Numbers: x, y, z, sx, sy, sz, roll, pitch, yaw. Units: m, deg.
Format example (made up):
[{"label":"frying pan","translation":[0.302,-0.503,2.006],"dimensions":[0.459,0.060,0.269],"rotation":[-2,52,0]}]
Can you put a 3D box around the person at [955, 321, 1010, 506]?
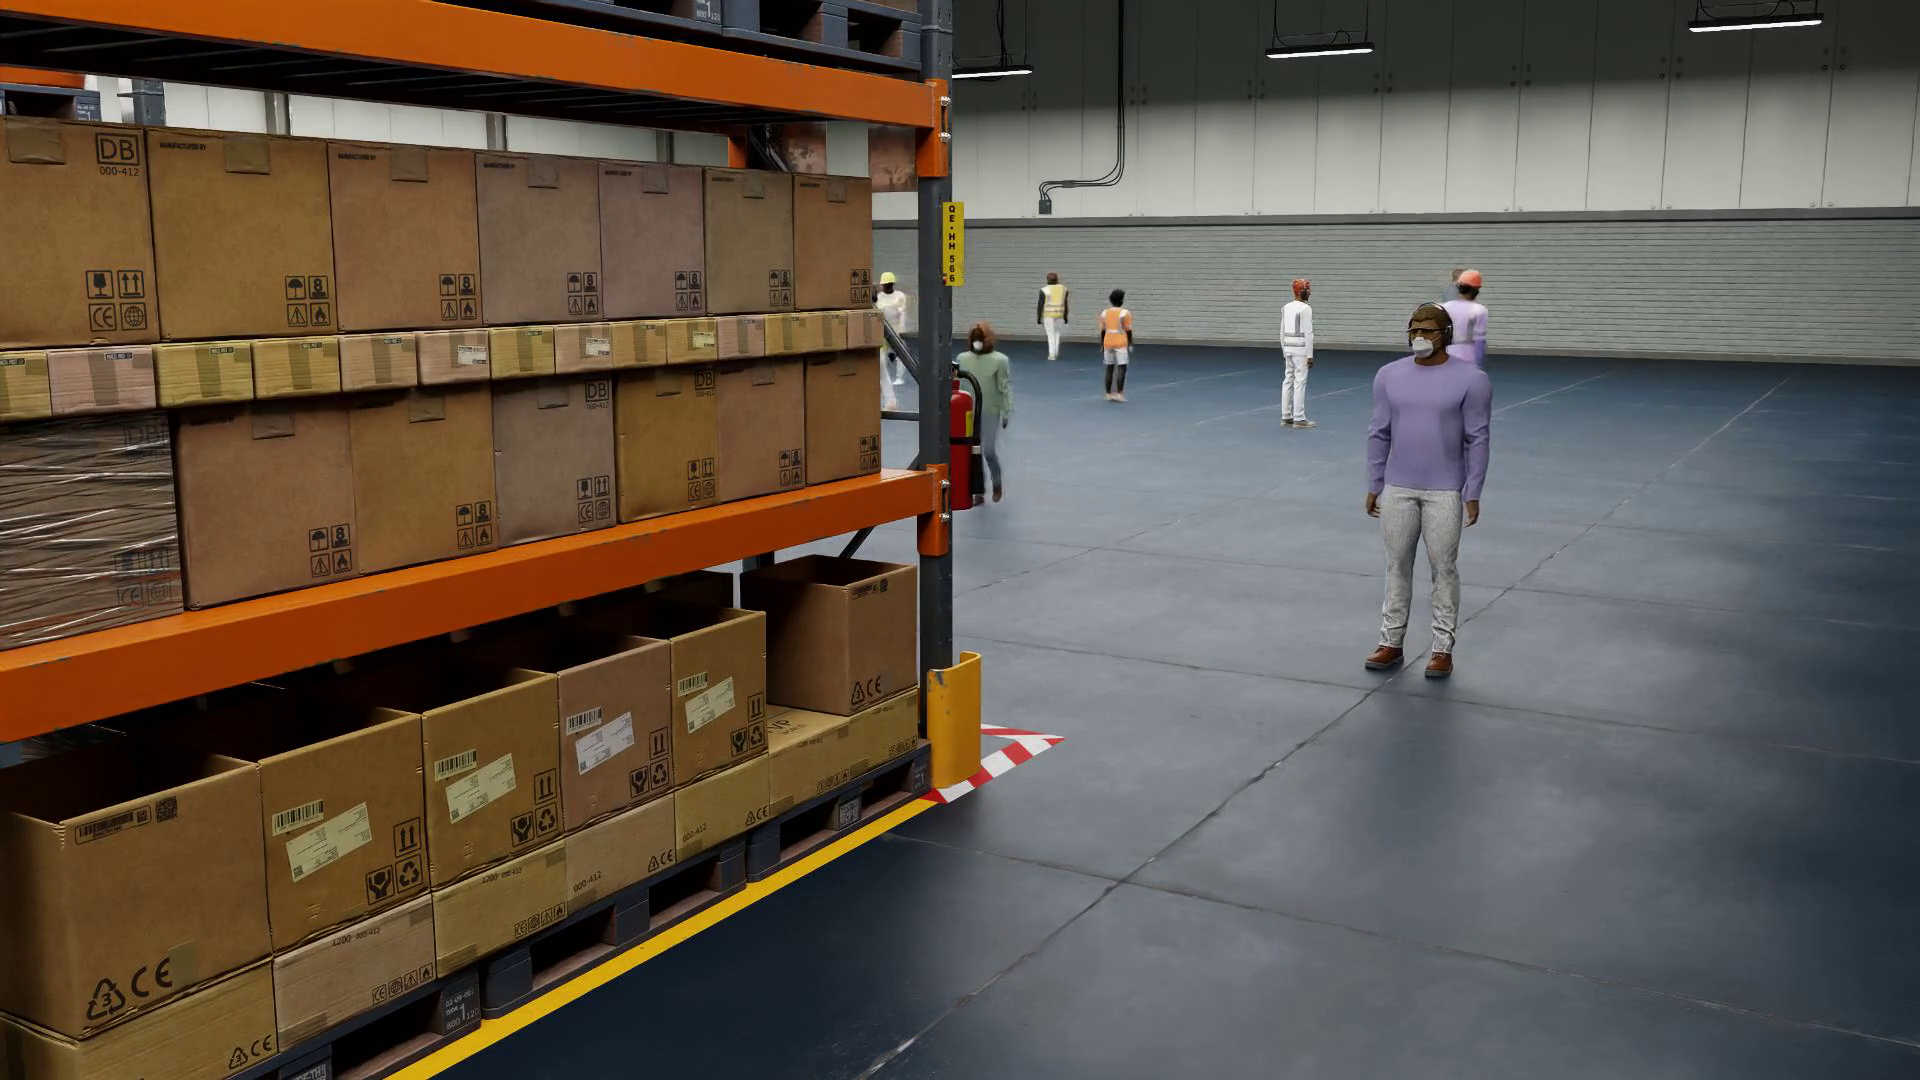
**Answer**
[{"label":"person","translation":[0.174,-1.088,14.442],"dimensions":[0.497,1.618,0.339],"rotation":[5,11,25]}]

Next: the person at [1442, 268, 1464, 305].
[{"label":"person","translation":[9.552,-4.271,32.142],"dimensions":[0.353,1.937,0.635],"rotation":[-3,10,-17]}]

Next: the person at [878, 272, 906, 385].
[{"label":"person","translation":[-1.190,-3.527,27.916],"dimensions":[0.610,1.899,0.770],"rotation":[6,11,30]}]

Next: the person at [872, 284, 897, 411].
[{"label":"person","translation":[-1.248,-2.611,22.844],"dimensions":[0.967,1.789,0.633],"rotation":[-6,11,-31]}]

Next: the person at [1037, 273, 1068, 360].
[{"label":"person","translation":[1.921,-4.711,35.070],"dimensions":[0.654,1.813,0.703],"rotation":[-3,10,-20]}]

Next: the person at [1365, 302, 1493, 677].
[{"label":"person","translation":[2.413,-0.260,8.661],"dimensions":[0.635,1.939,0.362],"rotation":[6,12,33]}]

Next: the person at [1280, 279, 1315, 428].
[{"label":"person","translation":[4.305,-2.369,21.168],"dimensions":[0.343,1.882,0.586],"rotation":[-4,11,-24]}]

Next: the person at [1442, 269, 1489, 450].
[{"label":"person","translation":[5.562,-1.991,18.521],"dimensions":[0.622,2.030,0.613],"rotation":[-8,13,-41]}]

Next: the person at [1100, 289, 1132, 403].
[{"label":"person","translation":[2.341,-2.899,24.822],"dimensions":[0.540,1.695,0.316],"rotation":[8,12,39]}]
